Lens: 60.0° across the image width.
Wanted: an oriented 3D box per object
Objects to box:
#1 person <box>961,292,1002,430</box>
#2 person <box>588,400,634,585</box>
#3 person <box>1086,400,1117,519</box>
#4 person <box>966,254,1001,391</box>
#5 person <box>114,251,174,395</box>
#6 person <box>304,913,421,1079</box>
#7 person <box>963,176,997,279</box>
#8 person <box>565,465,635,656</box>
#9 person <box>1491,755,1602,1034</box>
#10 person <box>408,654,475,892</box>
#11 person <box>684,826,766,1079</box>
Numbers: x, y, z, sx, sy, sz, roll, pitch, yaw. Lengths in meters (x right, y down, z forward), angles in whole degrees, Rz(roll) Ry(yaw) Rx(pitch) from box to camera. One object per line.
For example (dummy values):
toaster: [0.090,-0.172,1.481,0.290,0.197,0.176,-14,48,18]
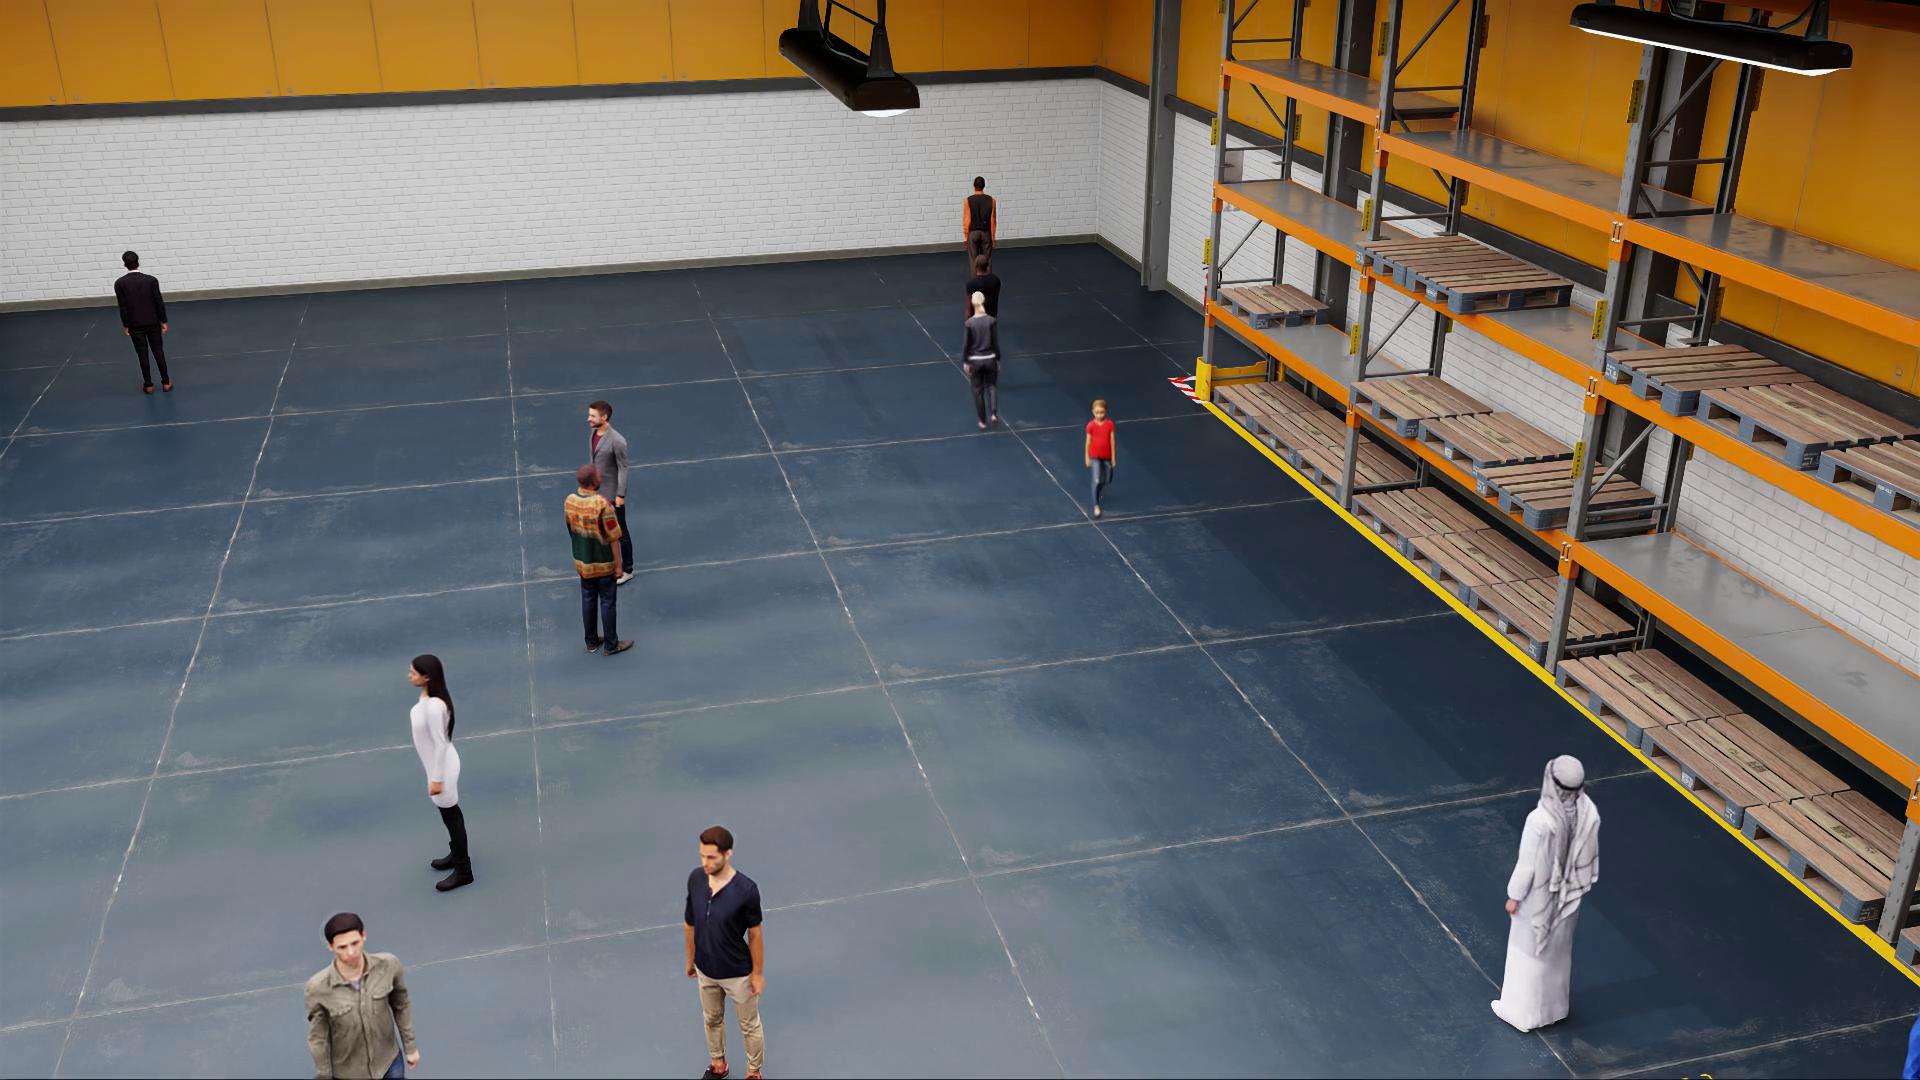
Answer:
person: [0.283,-2.182,20.444,0.630,1.715,0.581,-3,24,-8]
person: [-3.465,-0.492,16.378,0.741,1.874,0.842,19,30,37]
person: [1.517,-0.919,18.082,0.538,1.291,0.733,-2,24,-5]
person: [0.291,-2.852,21.847,0.730,1.819,0.667,-15,28,-31]
person: [-10.691,-2.858,21.778,0.748,1.884,0.652,-13,27,-27]
person: [-3.182,2.781,8.903,0.774,1.864,0.724,-15,28,-31]
person: [0.307,-4.734,26.042,0.712,1.907,0.635,-3,24,-8]
person: [-3.272,0.172,14.941,0.826,1.808,0.873,11,26,23]
person: [3.621,2.171,10.223,0.692,1.926,0.628,-7,25,-16]
person: [-3.630,1.604,11.665,0.678,1.808,0.477,-8,25,-18]
person: [-1.355,2.459,9.648,0.723,1.857,0.734,8,25,19]
